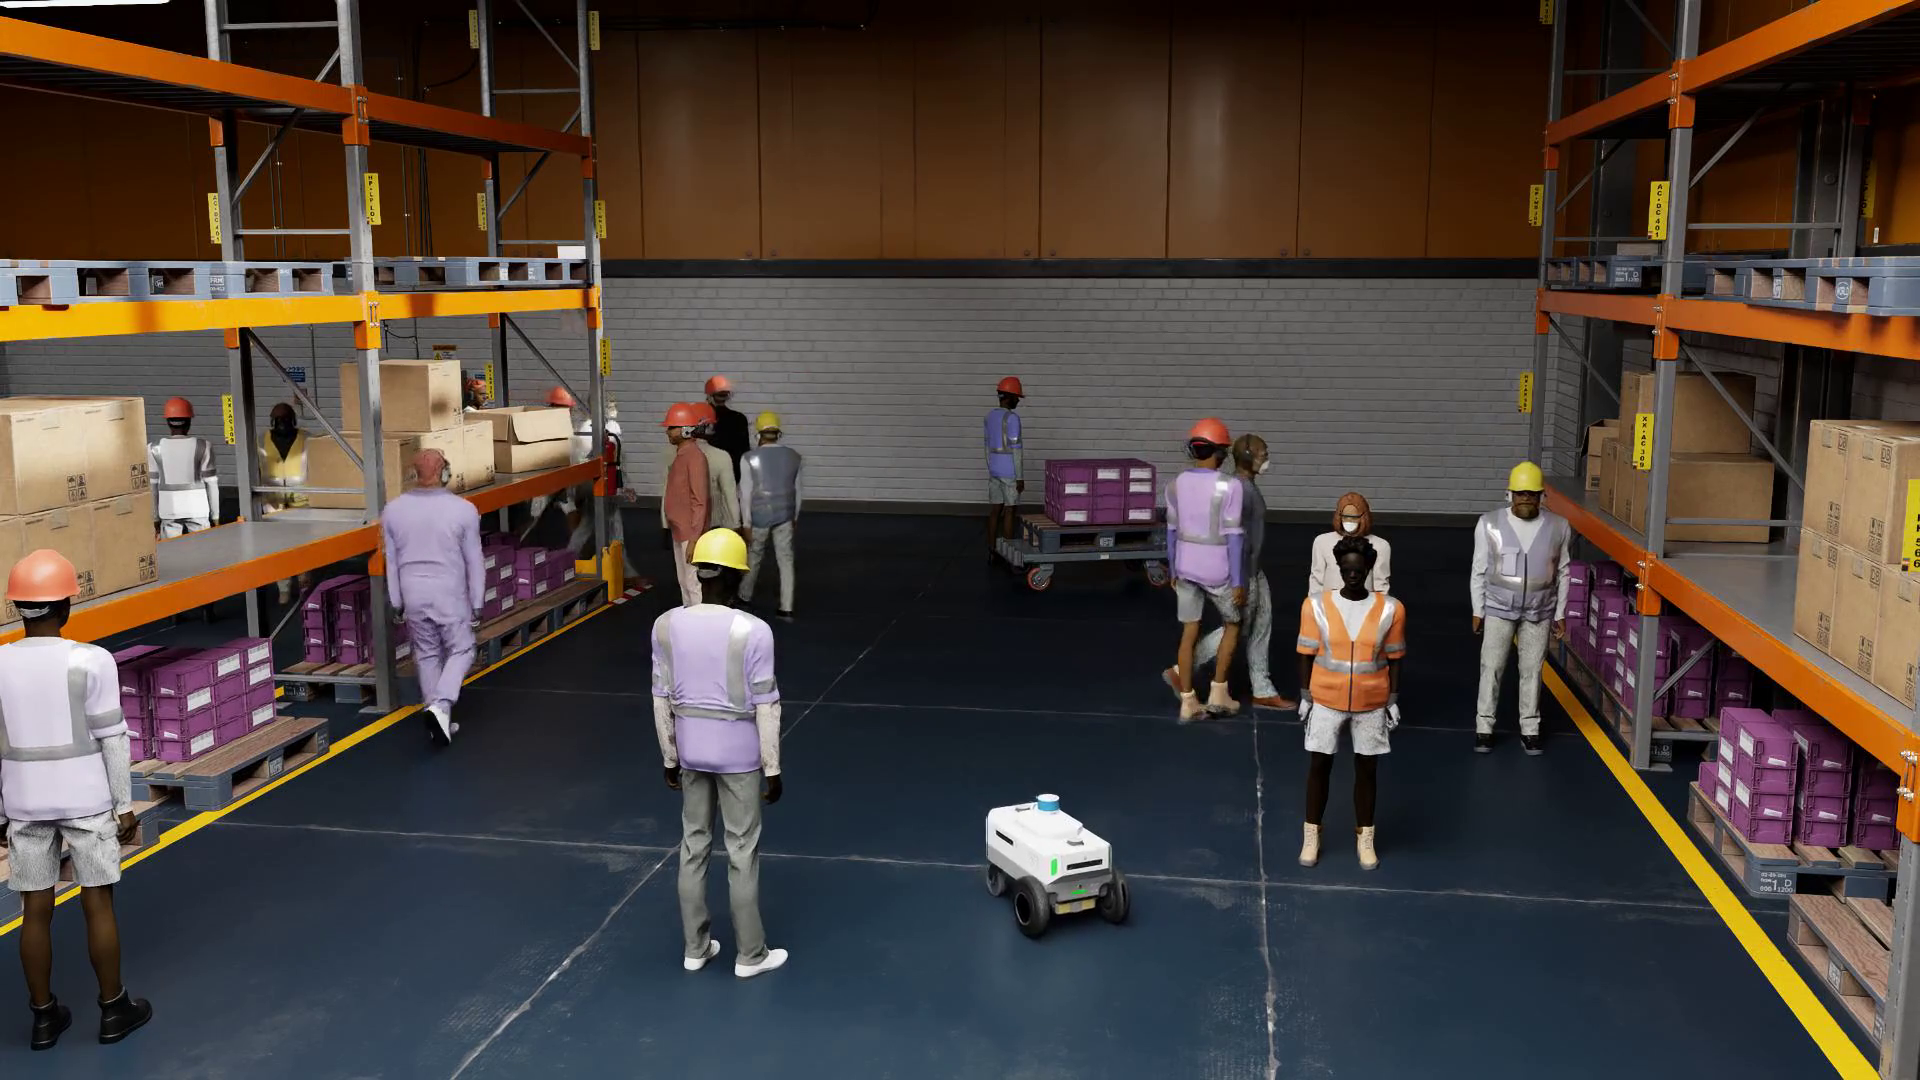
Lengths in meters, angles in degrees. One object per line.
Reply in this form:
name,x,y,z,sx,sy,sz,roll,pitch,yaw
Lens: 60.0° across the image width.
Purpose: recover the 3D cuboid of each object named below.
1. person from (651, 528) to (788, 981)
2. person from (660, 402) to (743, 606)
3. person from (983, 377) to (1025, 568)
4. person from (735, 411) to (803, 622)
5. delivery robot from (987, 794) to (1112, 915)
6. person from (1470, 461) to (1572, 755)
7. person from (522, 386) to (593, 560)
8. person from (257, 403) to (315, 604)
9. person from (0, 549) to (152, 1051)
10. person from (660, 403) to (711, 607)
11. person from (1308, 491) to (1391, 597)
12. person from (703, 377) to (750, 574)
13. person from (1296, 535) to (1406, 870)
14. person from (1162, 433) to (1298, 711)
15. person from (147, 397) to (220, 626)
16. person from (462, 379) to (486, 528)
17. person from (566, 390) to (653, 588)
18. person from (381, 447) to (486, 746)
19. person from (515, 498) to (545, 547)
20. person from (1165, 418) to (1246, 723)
person,-1.009,0.906,7.043,0.585,1.918,0.379,4,10,21
person,-2.115,-0.128,13.374,0.652,1.956,1.011,4,10,22
person,0.478,-0.681,16.800,0.374,1.928,0.543,-6,11,-35
person,-1.681,-0.223,14.399,0.606,1.784,0.910,-5,10,-27
delivery robot,0.408,1.426,7.733,0.477,0.478,0.707,-4,10,-25
person,3.458,0.423,10.276,0.591,1.833,0.404,2,9,10
person,-3.935,-0.565,16.254,1.003,1.877,0.550,3,10,18
person,-6.121,-0.361,15.189,0.626,1.817,0.742,-3,10,-18
person,-3.460,0.998,6.403,0.543,1.939,0.361,-1,9,-8
person,-2.086,-0.054,12.721,0.375,1.995,0.611,-4,10,-23
person,2.417,0.507,10.378,0.497,1.633,0.289,4,10,21
person,-2.426,-0.655,16.583,0.645,1.937,1.025,-8,12,-42
person,1.948,0.808,8.322,0.536,1.696,0.321,2,9,10
person,1.849,0.225,11.275,0.868,1.915,0.631,2,9,13
person,-6.544,-0.238,14.058,0.544,1.932,0.381,-3,10,-16
person,-5.005,-0.723,17.192,0.342,1.882,0.579,-2,9,-10
person,-3.446,-0.493,15.808,1.053,1.882,0.619,2,9,13
person,-3.296,0.371,10.417,0.650,1.893,0.622,1,9,7
person,-4.353,-0.490,16.574,0.557,1.608,0.519,-5,11,-30
person,1.669,0.199,11.070,0.646,2.020,0.644,8,12,42
